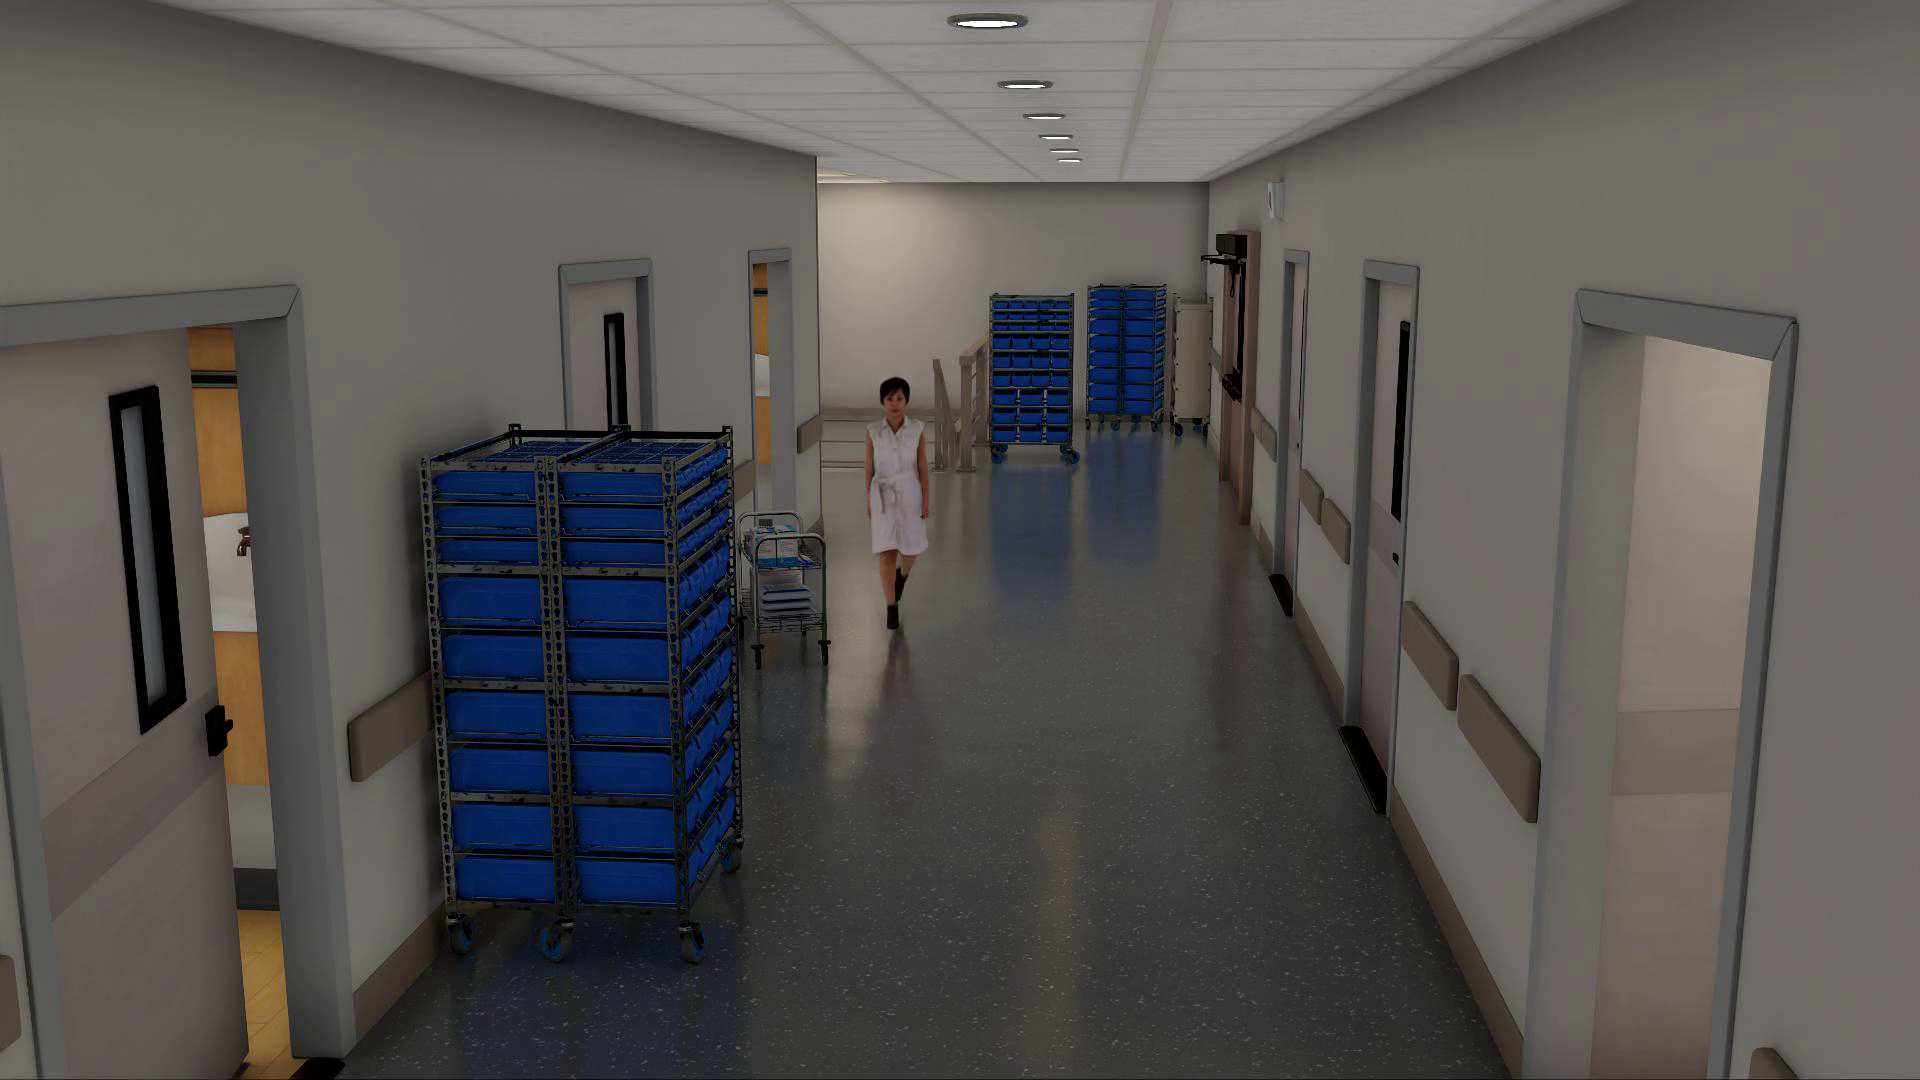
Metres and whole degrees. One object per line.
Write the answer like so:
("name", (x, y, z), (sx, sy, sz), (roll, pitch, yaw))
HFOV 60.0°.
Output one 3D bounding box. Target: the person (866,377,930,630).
("person", (-0.392, -0.238, 10.394), (0.654, 1.529, 1.015), (-1, 11, -6))
